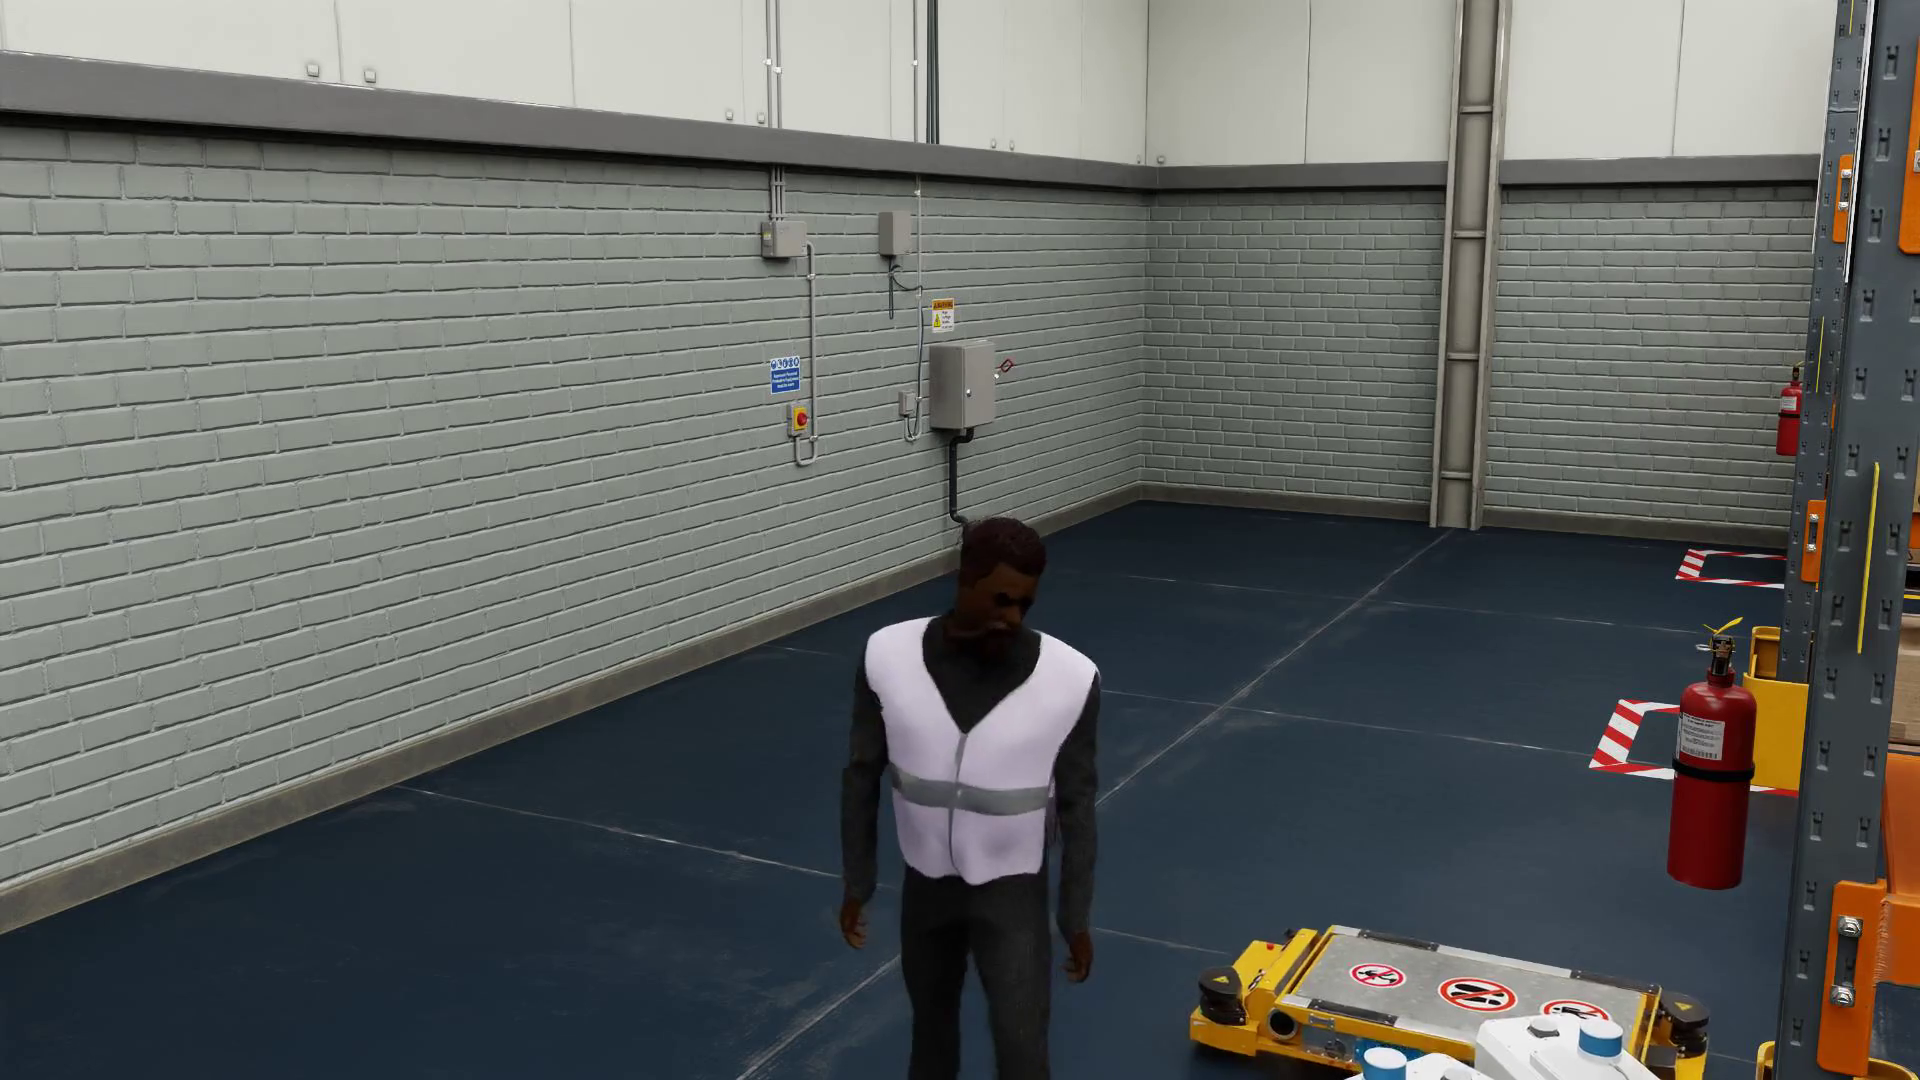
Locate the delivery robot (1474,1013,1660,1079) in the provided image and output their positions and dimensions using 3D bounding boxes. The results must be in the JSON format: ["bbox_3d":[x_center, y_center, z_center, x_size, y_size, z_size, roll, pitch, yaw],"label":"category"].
[{"bbox_3d":[1.591,1.445,4.164,0.477,0.478,0.707,-2,11,-11],"label":"delivery robot"}]

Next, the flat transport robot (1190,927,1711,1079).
[{"bbox_3d":[1.492,1.465,5.086,1.431,0.197,0.652,5,12,27],"label":"flat transport robot"}]

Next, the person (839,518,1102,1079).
[{"bbox_3d":[0.022,0.850,4.065,0.643,1.871,0.726,2,11,13],"label":"person"}]

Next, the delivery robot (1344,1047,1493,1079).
[{"bbox_3d":[1.016,1.472,4.018,0.707,0.478,0.477,-6,12,-31],"label":"delivery robot"}]
